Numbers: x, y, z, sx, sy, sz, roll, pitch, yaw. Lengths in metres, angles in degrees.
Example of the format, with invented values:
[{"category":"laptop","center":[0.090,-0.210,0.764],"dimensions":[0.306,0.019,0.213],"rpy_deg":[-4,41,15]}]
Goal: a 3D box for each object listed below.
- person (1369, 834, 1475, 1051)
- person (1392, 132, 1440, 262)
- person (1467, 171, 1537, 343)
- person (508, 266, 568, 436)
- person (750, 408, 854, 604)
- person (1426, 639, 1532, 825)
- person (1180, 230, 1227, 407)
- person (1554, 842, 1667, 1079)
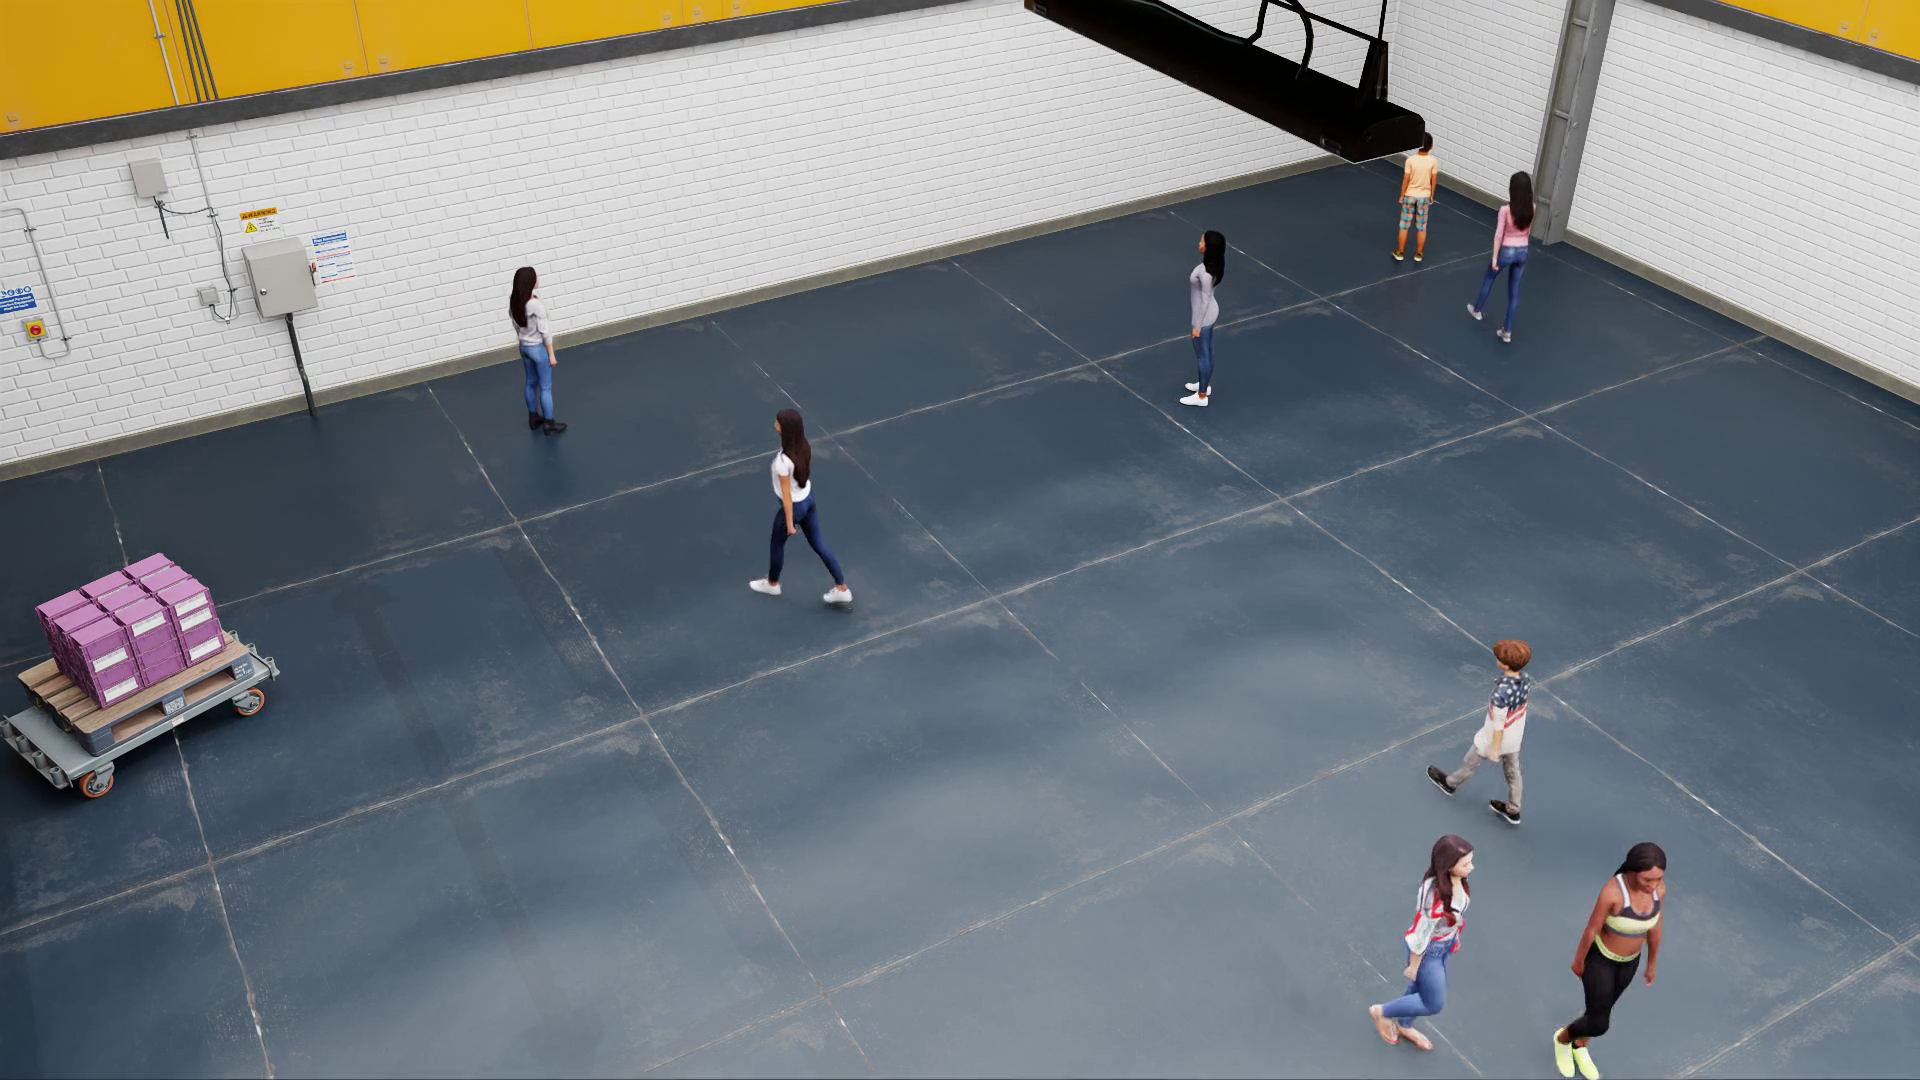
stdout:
[{"category":"person","center":[2.550,2.239,9.283],"dimensions":[0.768,1.602,0.726],"rpy_deg":[23,40,30]},{"category":"person","center":[5.091,-3.821,18.527],"dimensions":[0.604,1.461,0.649],"rpy_deg":[5,34,8]},{"category":"person","center":[5.607,-2.836,16.813],"dimensions":[0.837,1.717,1.070],"rpy_deg":[-3,34,-5]},{"category":"person","center":[-3.903,-1.743,15.246],"dimensions":[0.585,1.631,0.734],"rpy_deg":[23,40,31]},{"category":"person","center":[-1.174,-0.221,12.861],"dimensions":[1.186,1.737,1.030],"rpy_deg":[13,36,19]},{"category":"person","center":[3.610,1.289,10.888],"dimensions":[0.658,1.406,0.945],"rpy_deg":[-25,41,-32]},{"category":"person","center":[2.322,-2.098,15.686],"dimensions":[0.727,1.736,0.685],"rpy_deg":[11,35,16]},{"category":"person","center":[3.535,2.242,9.150],"dimensions":[0.621,1.743,0.639],"rpy_deg":[-9,35,-13]}]
